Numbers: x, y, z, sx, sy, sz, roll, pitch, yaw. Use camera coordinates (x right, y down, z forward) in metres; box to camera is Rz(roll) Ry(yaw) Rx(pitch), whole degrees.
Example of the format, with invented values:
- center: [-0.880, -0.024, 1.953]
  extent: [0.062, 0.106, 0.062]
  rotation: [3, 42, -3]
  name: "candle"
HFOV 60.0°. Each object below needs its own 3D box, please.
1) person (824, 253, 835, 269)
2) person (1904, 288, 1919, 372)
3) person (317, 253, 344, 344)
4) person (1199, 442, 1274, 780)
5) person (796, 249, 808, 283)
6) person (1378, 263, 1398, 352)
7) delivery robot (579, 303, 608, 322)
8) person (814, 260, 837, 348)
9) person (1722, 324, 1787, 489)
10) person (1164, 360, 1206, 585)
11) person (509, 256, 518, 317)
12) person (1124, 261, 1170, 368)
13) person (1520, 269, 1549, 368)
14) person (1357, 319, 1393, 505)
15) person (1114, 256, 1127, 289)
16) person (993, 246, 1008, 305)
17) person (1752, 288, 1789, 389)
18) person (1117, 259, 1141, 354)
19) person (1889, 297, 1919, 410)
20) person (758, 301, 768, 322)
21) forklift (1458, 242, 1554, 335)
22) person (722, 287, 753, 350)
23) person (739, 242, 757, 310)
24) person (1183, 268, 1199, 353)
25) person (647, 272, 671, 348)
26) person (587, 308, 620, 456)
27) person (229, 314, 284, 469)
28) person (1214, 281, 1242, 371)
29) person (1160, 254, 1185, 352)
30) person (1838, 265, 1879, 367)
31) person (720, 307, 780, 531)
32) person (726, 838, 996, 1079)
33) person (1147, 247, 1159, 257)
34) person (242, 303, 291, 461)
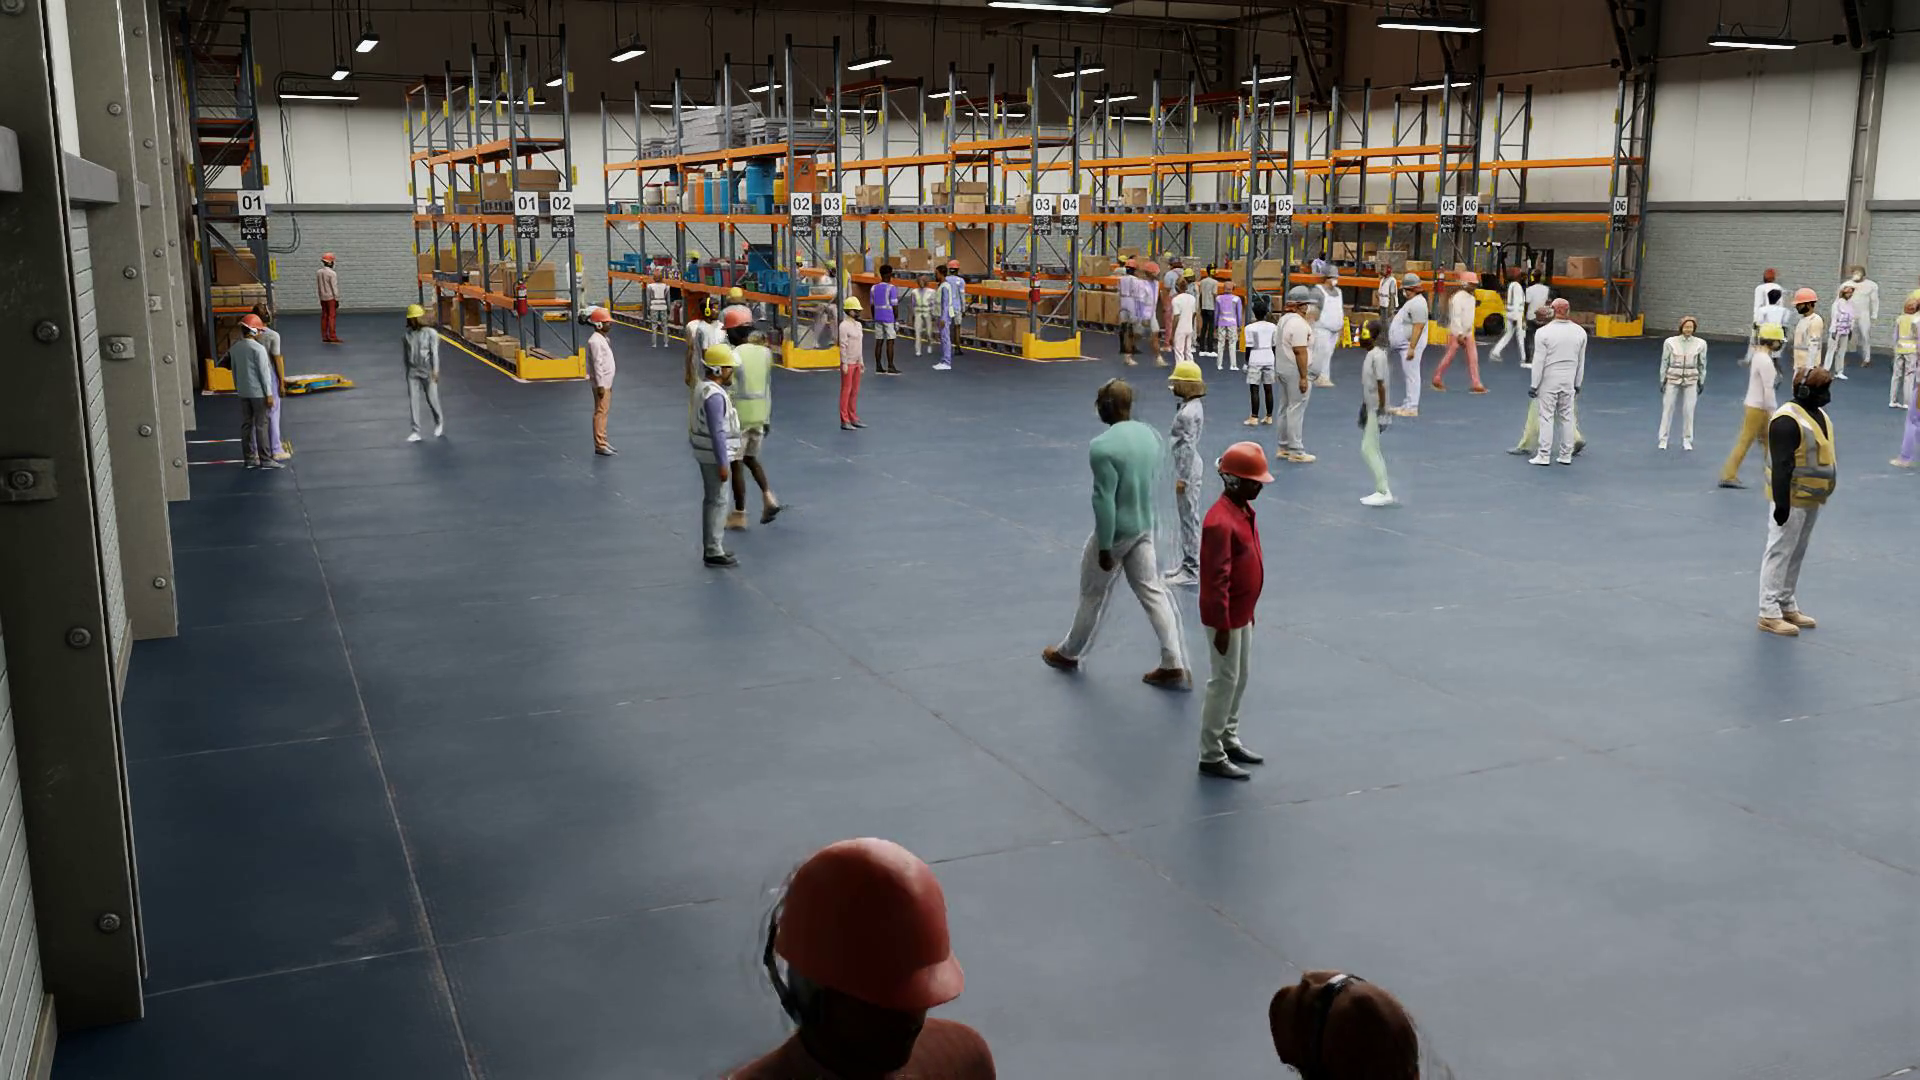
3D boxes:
- center: [-3.797, -7.611, 48.608]
  extent: [0.431, 1.882, 0.684]
  rotation: [2, 11, 8]
  name: "person"
- center: [17.148, -3.829, 29.549]
  extent: [0.435, 1.830, 0.614]
  rotation: [-1, 11, -5]
  name: "person"
- center: [-13.926, -5.328, 36.752]
  extent: [0.623, 1.989, 0.405]
  rotation: [7, 13, 33]
  name: "person"
- center: [1.408, 0.357, 8.494]
  extent: [0.353, 1.737, 0.574]
  rotation: [5, 12, 23]
  name: "person"
- center: [-5.056, -8.279, 52.381]
  extent: [0.573, 1.738, 0.355]
  rotation: [-3, 11, -14]
  name: "person"
- center: [8.891, -4.824, 34.580]
  extent: [0.392, 1.836, 0.561]
  rotation: [-2, 11, -11]
  name: "person"
- center: [-9.437, -5.865, 42.886]
  extent: [0.707, 0.478, 0.477]
  rotation: [-10, 15, -42]
  name: "delivery robot"
- center: [-2.806, -5.012, 35.410]
  extent: [0.953, 1.886, 0.594]
  rotation: [10, 15, 42]
  name: "person"
- center: [8.453, -1.373, 17.306]
  extent: [0.875, 1.722, 0.540]
  rotation: [4, 12, 21]
  name: "person"
- center: [1.749, -0.524, 12.947]
  extent: [0.289, 1.746, 0.487]
  rotation: [2, 11, 9]
  name: "person"
- center: [-12.294, -7.037, 45.993]
  extent: [0.308, 1.769, 0.525]
  rotation: [-5, 12, -23]
  name: "person"
- center: [3.470, -4.203, 31.059]
  extent: [0.620, 1.984, 1.067]
  rotation: [-10, 15, -42]
  name: "person"
- center: [10.650, -4.090, 30.800]
  extent: [0.541, 1.844, 0.556]
  rotation: [-3, 11, -14]
  name: "person"
- center: [4.112, -1.269, 16.515]
  extent: [0.445, 1.827, 0.573]
  rotation: [1, 11, 7]
  name: "person"
- center: [4.221, -6.545, 43.496]
  extent: [0.331, 1.768, 0.526]
  rotation: [-8, 14, -35]
  name: "person"
- center: [1.155, -7.879, 49.972]
  extent: [0.575, 1.884, 0.355]
  rotation: [-3, 11, -14]
  name: "person"
- center: [13.174, -3.244, 26.960]
  extent: [0.536, 1.669, 0.671]
  rotation: [0, 11, 0]
  name: "person"
- center: [3.480, -4.786, 34.135]
  extent: [0.365, 1.932, 0.543]
  rotation: [-10, 15, -42]
  name: "person"
- center: [13.950, -2.741, 24.470]
  extent: [0.307, 1.645, 0.519]
  rotation: [-3, 12, -16]
  name: "person"
- center: [-5.329, -6.761, 44.361]
  extent: [0.413, 1.862, 0.837]
  rotation: [0, 11, 1]
  name: "person"
- center: [13.047, -6.049, 39.881]
  extent: [2.313, 2.155, 1.214]
  rotation: [-5, 12, -23]
  name: "forklift"
- center: [-3.472, -3.094, 26.051]
  extent: [0.507, 1.720, 0.611]
  rotation: [1, 11, 5]
  name: "person"
- center: [-6.304, -7.853, 49.480]
  extent: [0.612, 2.029, 0.409]
  rotation: [3, 12, 15]
  name: "person"
- center: [4.723, -4.749, 34.430]
  extent: [0.302, 1.741, 0.484]
  rotation: [-9, 14, -37]
  name: "person"
- center: [-6.441, -4.920, 35.588]
  extent: [0.509, 1.629, 0.315]
  rotation: [-4, 12, -19]
  name: "person"
- center: [-4.260, -1.889, 19.851]
  extent: [0.318, 1.756, 0.562]
  rotation: [-1, 11, -5]
  name: "person"
- center: [-7.947, -1.670, 18.770]
  extent: [0.559, 1.744, 0.333]
  rotation: [6, 13, 28]
  name: "person"
- center: [4.907, -3.915, 30.459]
  extent: [0.523, 1.636, 0.309]
  rotation: [6, 13, 28]
  name: "person"
- center: [4.459, -4.956, 34.720]
  extent: [0.690, 2.000, 0.535]
  rotation: [-9, 14, -38]
  name: "person"
- center: [16.830, -4.199, 31.219]
  extent: [0.703, 1.915, 0.406]
  rotation: [6, 12, 26]
  name: "person"
- center: [-1.941, -1.085, 15.072]
  extent: [0.505, 2.027, 0.656]
  rotation: [9, 14, 39]
  name: "person"
- center: [-0.166, 1.408, 2.550]
  extent: [0.653, 1.987, 0.404]
  rotation: [-9, 14, -38]
  name: "person"
- center: [4.875, -6.457, 42.364]
  extent: [0.392, 2.034, 0.605]
  rotation: [-2, 11, -12]
  name: "person"
- center: [-8.112, -1.841, 19.424]
  extent: [0.503, 1.837, 0.351]
  rotation: [4, 12, 19]
  name: "person"
